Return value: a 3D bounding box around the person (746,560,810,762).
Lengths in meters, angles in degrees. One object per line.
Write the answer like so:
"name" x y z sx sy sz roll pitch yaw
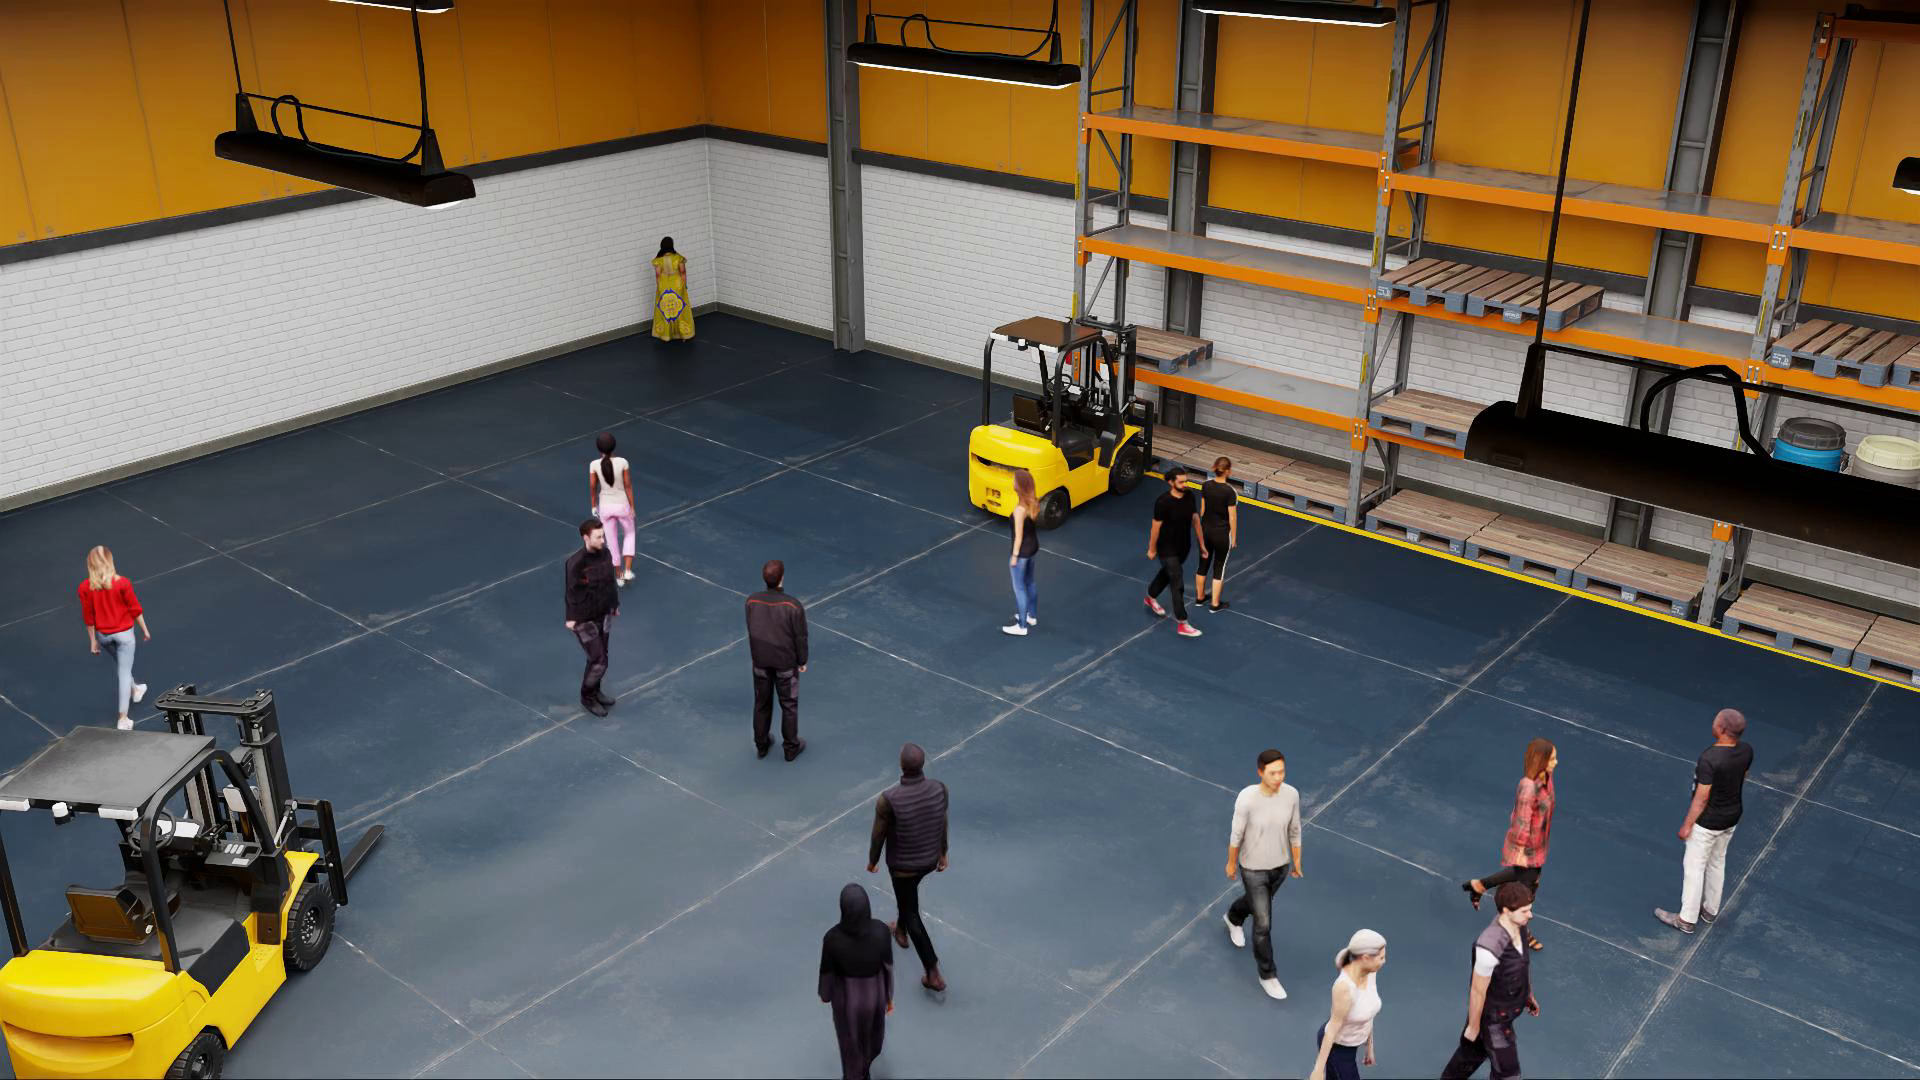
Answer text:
"person" -1.593 1.034 14.325 0.687 1.840 0.842 5 24 12

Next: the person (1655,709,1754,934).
"person" 5.470 2.031 12.087 0.736 1.805 0.724 -12 26 -26

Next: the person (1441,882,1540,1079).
"person" 3.186 2.841 10.209 0.998 1.826 0.731 14 27 29

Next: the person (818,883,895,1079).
"person" -0.621 2.892 10.367 1.008 1.605 1.160 -6 24 -13

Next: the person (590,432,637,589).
"person" -3.635 -0.289 17.483 0.715 1.734 0.768 -3 24 -6

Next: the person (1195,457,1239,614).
"person" 2.618 -0.068 17.061 0.464 1.668 0.645 20 31 38

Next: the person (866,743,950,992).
"person" -0.304 2.287 11.516 0.976 1.795 1.267 -13 27 -28

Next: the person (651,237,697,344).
"person" -4.481 -3.896 25.827 0.998 1.660 1.038 -4 24 -9

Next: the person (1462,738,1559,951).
"person" 4.001 2.149 11.961 0.886 1.689 0.661 16 28 32

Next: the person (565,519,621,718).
"person" -3.401 0.679 15.072 0.764 1.892 0.761 12 26 26

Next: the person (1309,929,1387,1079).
"person" 2.204 3.032 9.961 0.686 1.673 0.684 18 30 36

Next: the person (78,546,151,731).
"person" -7.541 0.907 14.839 1.096 1.660 1.211 -4 24 -9

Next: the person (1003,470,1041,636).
"person" 0.644 0.111 16.584 0.602 1.722 0.640 10 26 23

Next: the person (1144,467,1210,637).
"person" 2.091 0.060 16.710 0.766 1.714 1.202 -18 29 -35

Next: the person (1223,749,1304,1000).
"person" 2.087 2.225 11.677 1.034 1.779 1.245 -8 25 -18
